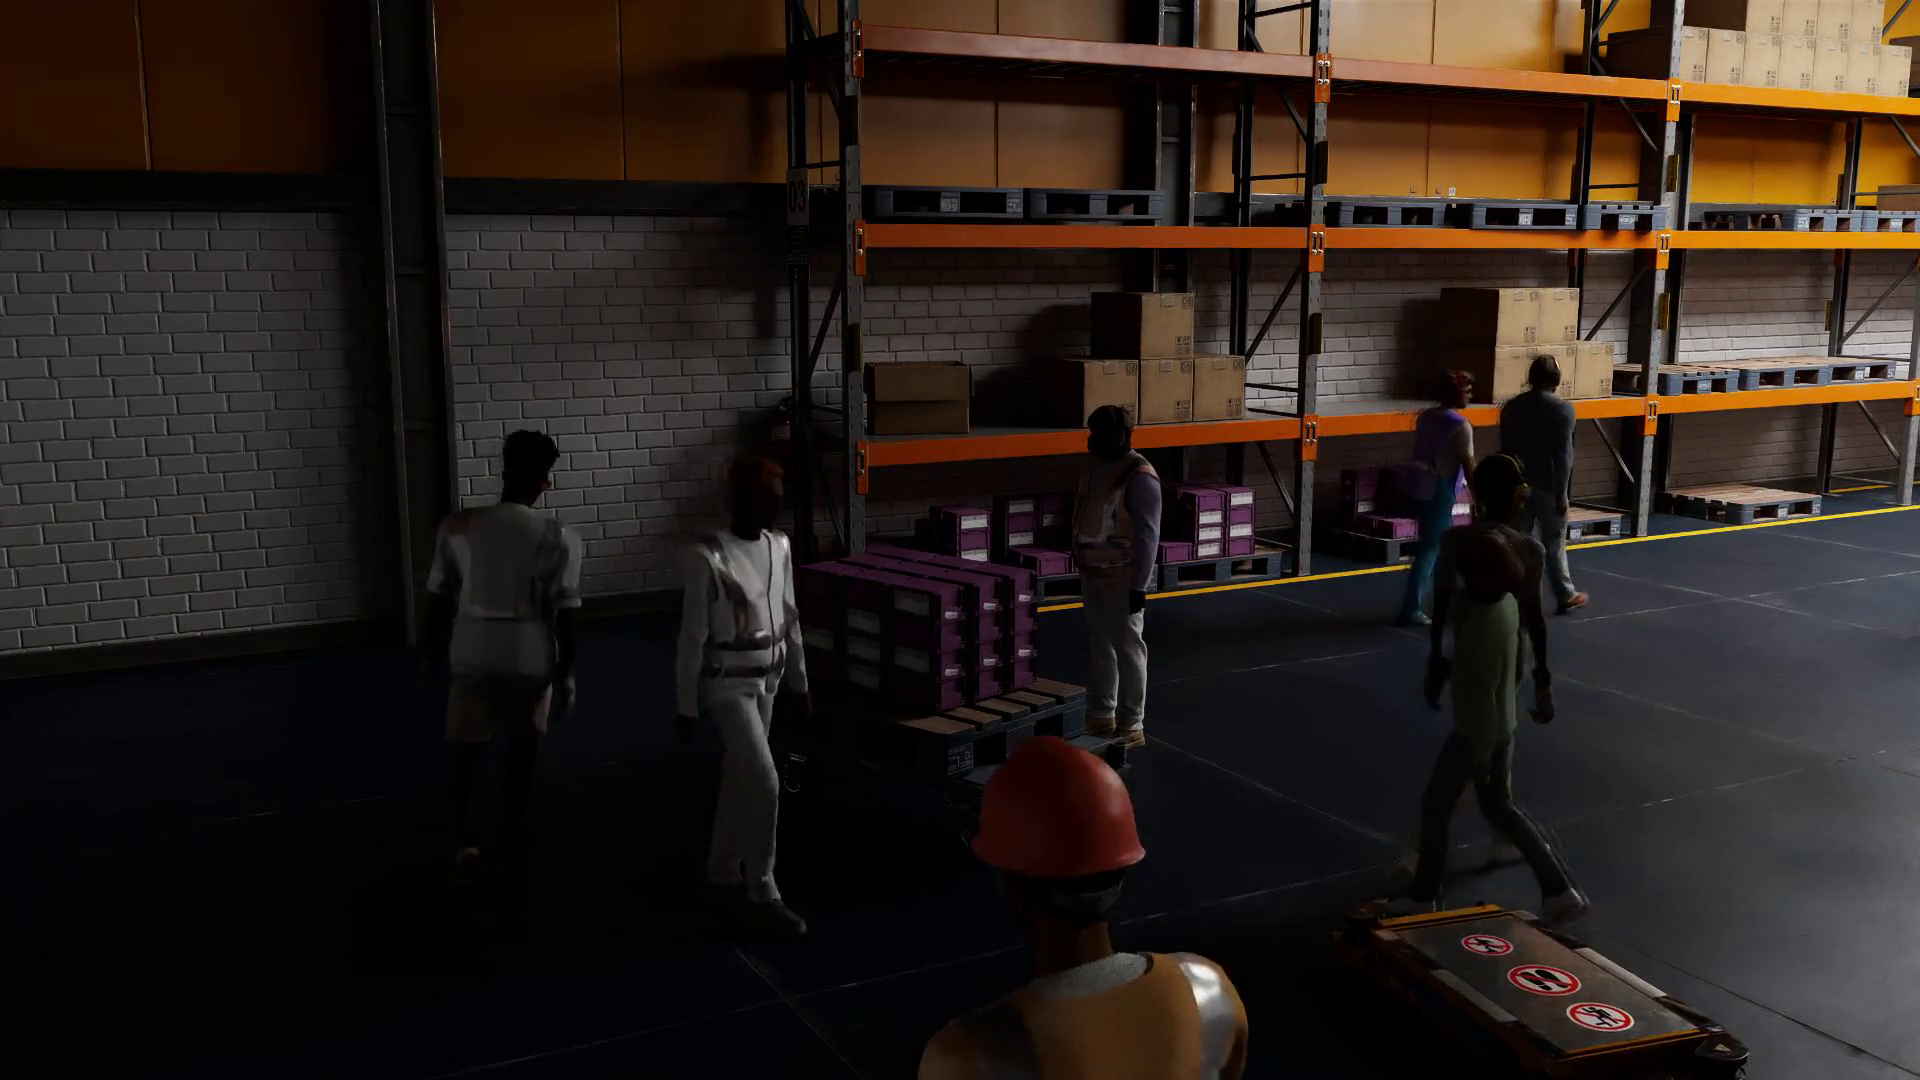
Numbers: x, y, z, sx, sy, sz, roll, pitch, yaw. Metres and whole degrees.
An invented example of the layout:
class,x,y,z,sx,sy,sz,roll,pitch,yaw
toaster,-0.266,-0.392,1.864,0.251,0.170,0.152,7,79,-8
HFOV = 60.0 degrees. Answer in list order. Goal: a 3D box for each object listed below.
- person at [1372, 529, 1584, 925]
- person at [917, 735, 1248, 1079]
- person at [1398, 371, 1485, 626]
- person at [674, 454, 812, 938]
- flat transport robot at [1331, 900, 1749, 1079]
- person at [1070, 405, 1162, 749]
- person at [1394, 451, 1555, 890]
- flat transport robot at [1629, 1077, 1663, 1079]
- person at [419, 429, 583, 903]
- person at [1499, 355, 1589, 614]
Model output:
class,x,y,z,sx,sy,sz,roll,pitch,yaw
person,2.048,0.740,6.454,0.769,1.597,0.508,6,11,30
person,0.144,1.244,2.627,0.580,1.919,0.541,-6,11,-30
person,3.447,-0.279,11.702,0.757,1.810,0.573,-2,10,-9
person,-0.756,0.602,6.487,0.738,1.858,0.599,5,11,29
flat transport robot,1.912,1.546,5.633,0.652,0.197,1.431,-3,10,-18
person,0.803,0.197,8.882,0.429,1.841,0.633,-5,11,-25
person,2.184,0.544,6.933,0.968,1.834,0.526,-6,11,-30
flat transport robot,2.337,1.785,4.260,0.652,0.197,1.431,-2,10,-9
person,-1.900,0.512,6.836,0.703,1.923,0.832,-1,10,-5
person,4.210,-0.383,12.029,0.837,1.901,0.654,-7,12,-34
